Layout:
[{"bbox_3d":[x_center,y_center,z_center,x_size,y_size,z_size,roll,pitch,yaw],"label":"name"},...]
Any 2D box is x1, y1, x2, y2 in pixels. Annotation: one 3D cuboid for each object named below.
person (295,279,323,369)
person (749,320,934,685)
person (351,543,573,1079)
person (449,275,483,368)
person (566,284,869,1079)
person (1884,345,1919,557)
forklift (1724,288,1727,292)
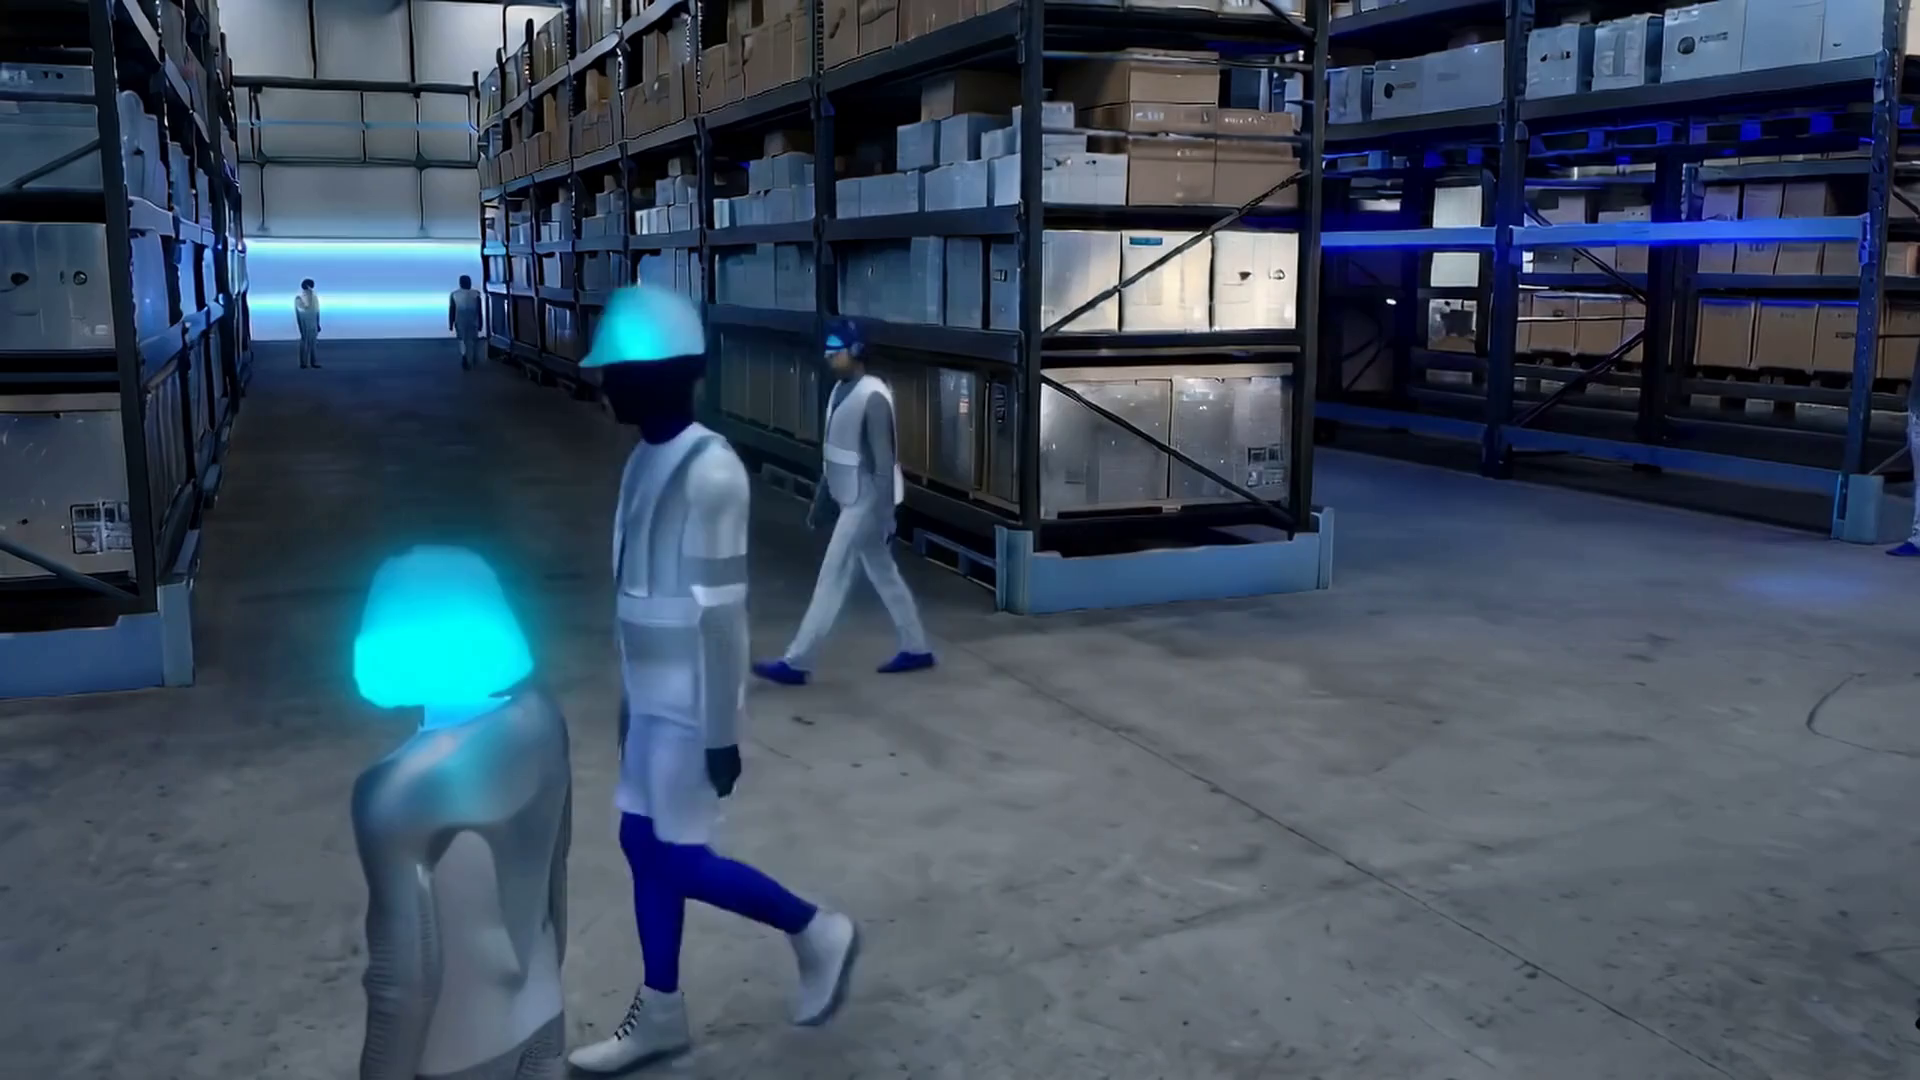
[{"bbox_3d":[-12.681,-4.202,32.440,0.361,1.742,0.563,4,10,22],"label":"person"},{"bbox_3d":[-0.565,-0.184,8.215,0.993,1.787,0.590,-3,10,-20],"label":"person"},{"bbox_3d":[-0.800,0.814,2.709,0.278,1.634,0.499,3,10,19],"label":"person"},{"bbox_3d":[-9.601,-4.234,32.386,0.630,1.829,0.660,-4,10,-22],"label":"person"},{"bbox_3d":[-0.642,0.370,4.216,0.690,2.026,0.613,-5,11,-27],"label":"person"},{"bbox_3d":[6.744,-0.774,11.427,0.401,1.904,0.641,-2,10,-11],"label":"person"},{"bbox_3d":[12.538,-3.752,26.339,1.129,2.768,1.873,-4,10,-22],"label":"forklift"}]
